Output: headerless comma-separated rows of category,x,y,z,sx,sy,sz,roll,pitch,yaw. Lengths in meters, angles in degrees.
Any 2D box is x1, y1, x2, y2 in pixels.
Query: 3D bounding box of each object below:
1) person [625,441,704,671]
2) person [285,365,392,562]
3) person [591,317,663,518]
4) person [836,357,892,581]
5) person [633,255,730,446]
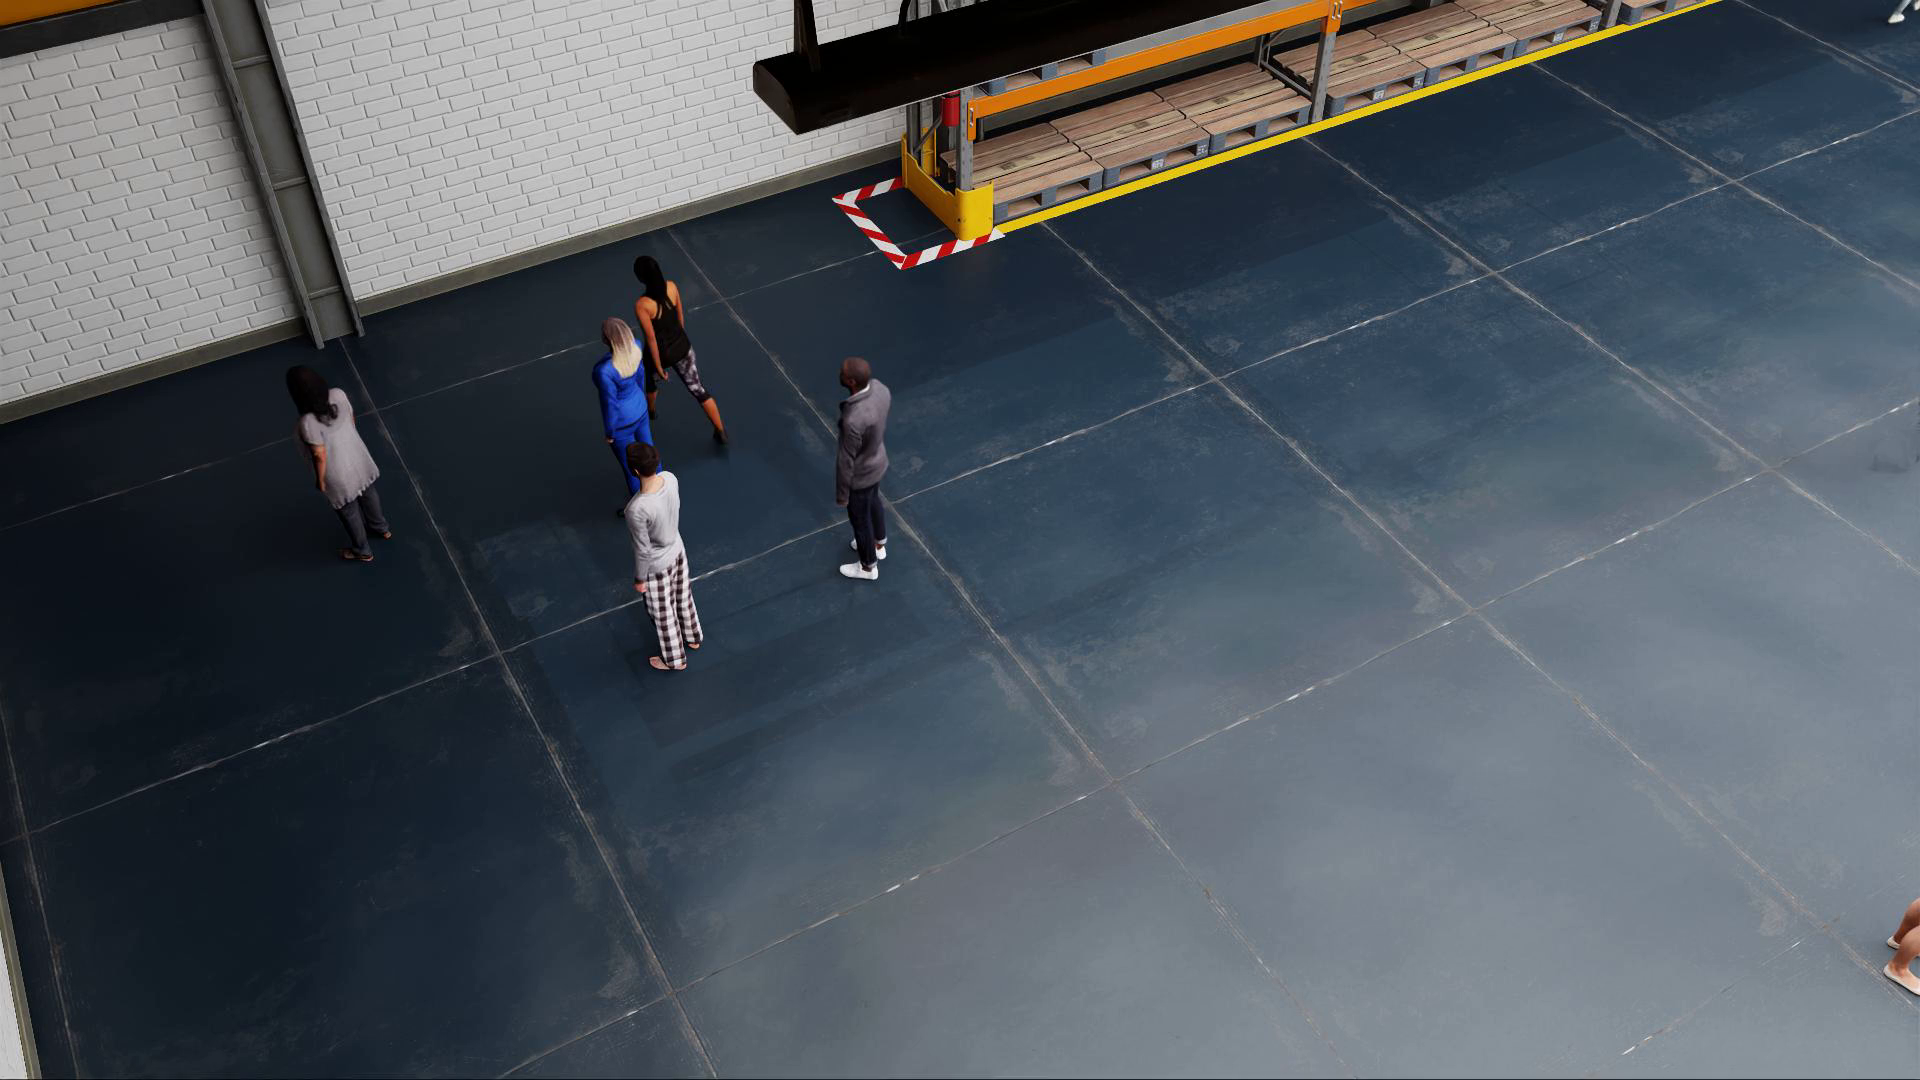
person,-1.910,0.107,10.623,0.766,1.847,0.672,16,46,17
person,-4.282,-0.545,11.478,0.840,1.612,0.776,13,45,14
person,-2.339,-0.861,11.746,0.775,1.701,0.685,16,46,17
person,-0.642,-0.472,11.254,0.869,1.816,0.786,14,45,14
person,-2.104,-1.360,12.336,0.917,1.609,1.200,33,52,29
